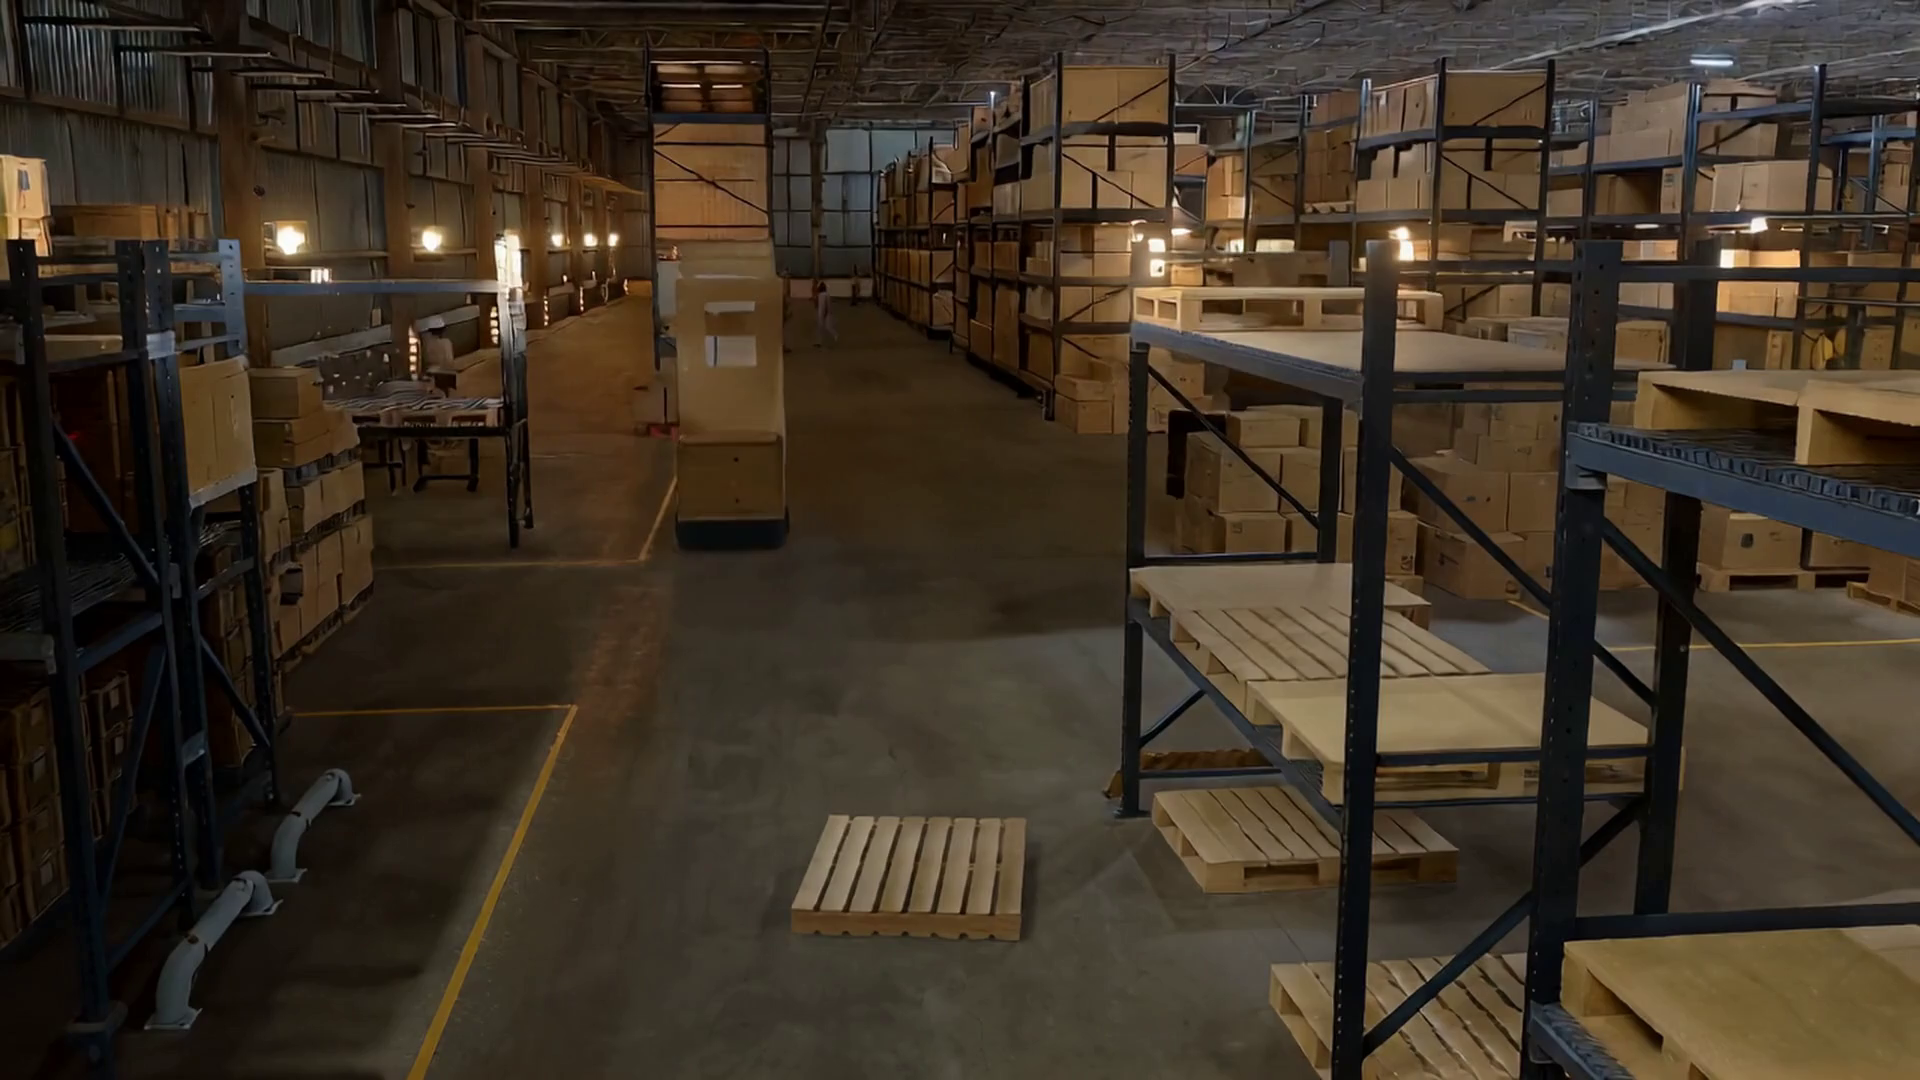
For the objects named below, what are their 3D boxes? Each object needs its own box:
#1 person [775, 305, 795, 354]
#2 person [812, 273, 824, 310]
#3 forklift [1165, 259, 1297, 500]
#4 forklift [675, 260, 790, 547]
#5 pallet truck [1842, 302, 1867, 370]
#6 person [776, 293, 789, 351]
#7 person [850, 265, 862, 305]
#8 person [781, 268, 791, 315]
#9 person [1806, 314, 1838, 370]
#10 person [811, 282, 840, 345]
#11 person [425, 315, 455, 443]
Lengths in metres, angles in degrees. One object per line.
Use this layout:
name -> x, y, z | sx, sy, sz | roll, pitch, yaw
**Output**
person -> -4.849, -5.736, 44.081 | 0.883, 1.642, 0.546 | -1, 10, -7
person -> -6.045, -10.539, 70.811 | 0.527, 1.622, 0.510 | 2, 10, 9
forklift -> 3.399, -1.805, 18.937 | 1.873, 2.768, 1.129 | 9, 14, 42
forklift -> -2.327, -1.436, 16.889 | 1.129, 2.768, 1.873 | -1, 10, -6
pallet truck -> 15.846, -3.142, 28.793 | 1.885, 1.965, 0.823 | 2, 10, 12
person -> -5.079, -6.096, 45.517 | 0.938, 1.860, 0.656 | -8, 13, -37
person -> -4.846, -11.922, 77.821 | 0.541, 1.850, 1.090 | 3, 11, 17
person -> -7.086, -10.037, 67.249 | 0.410, 1.909, 0.643 | 4, 11, 23
person -> 13.133, -2.484, 25.394 | 0.398, 1.911, 0.587 | 10, 14, 44
person -> -3.928, -6.563, 48.229 | 0.768, 1.827, 0.575 | 0, 10, 2
person -> -7.788, -2.403, 24.912 | 0.402, 1.918, 0.561 | 2, 10, 12
